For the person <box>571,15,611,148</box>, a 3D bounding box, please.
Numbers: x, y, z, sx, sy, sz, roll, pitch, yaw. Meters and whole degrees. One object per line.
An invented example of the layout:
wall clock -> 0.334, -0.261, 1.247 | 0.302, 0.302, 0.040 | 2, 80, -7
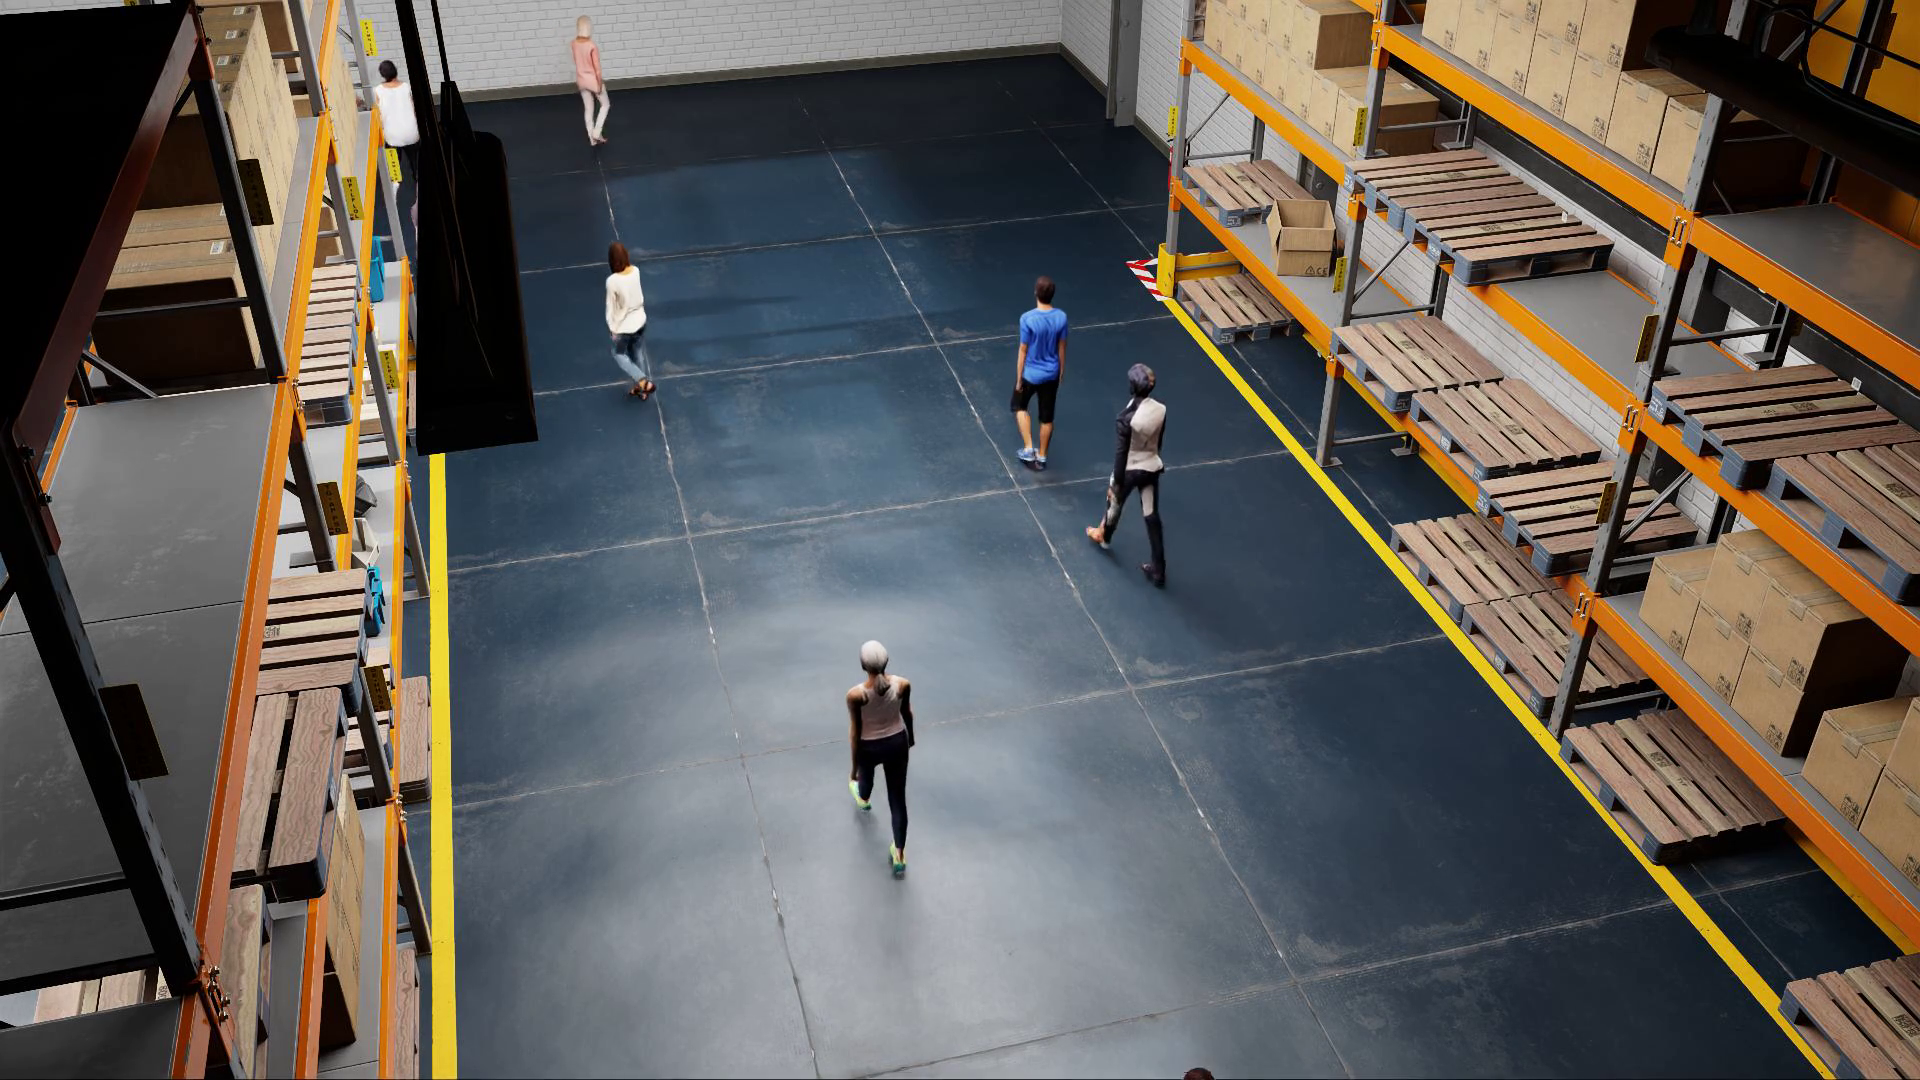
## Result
person -> -4.934, -6.027, 21.962 | 0.731, 1.716, 0.782 | 13, 36, 19

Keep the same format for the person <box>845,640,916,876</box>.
person -> -0.478, 1.450, 10.764 | 0.668, 1.661, 1.101 | -9, 35, -14

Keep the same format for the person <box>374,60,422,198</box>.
person -> -6.944, -5.045, 20.530 | 0.723, 1.666, 0.915 | -6, 34, -10

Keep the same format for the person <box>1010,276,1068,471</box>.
person -> 0.749, -1.438, 14.931 | 0.641, 1.857, 0.601 | -10, 35, -14

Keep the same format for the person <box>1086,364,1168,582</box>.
person -> 1.501, -0.508, 13.542 | 0.937, 1.846, 1.272 | -19, 38, -26

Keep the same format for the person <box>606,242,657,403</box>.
person -> -3.133, -2.062, 16.040 | 0.864, 1.668, 0.799 | 22, 40, 30
